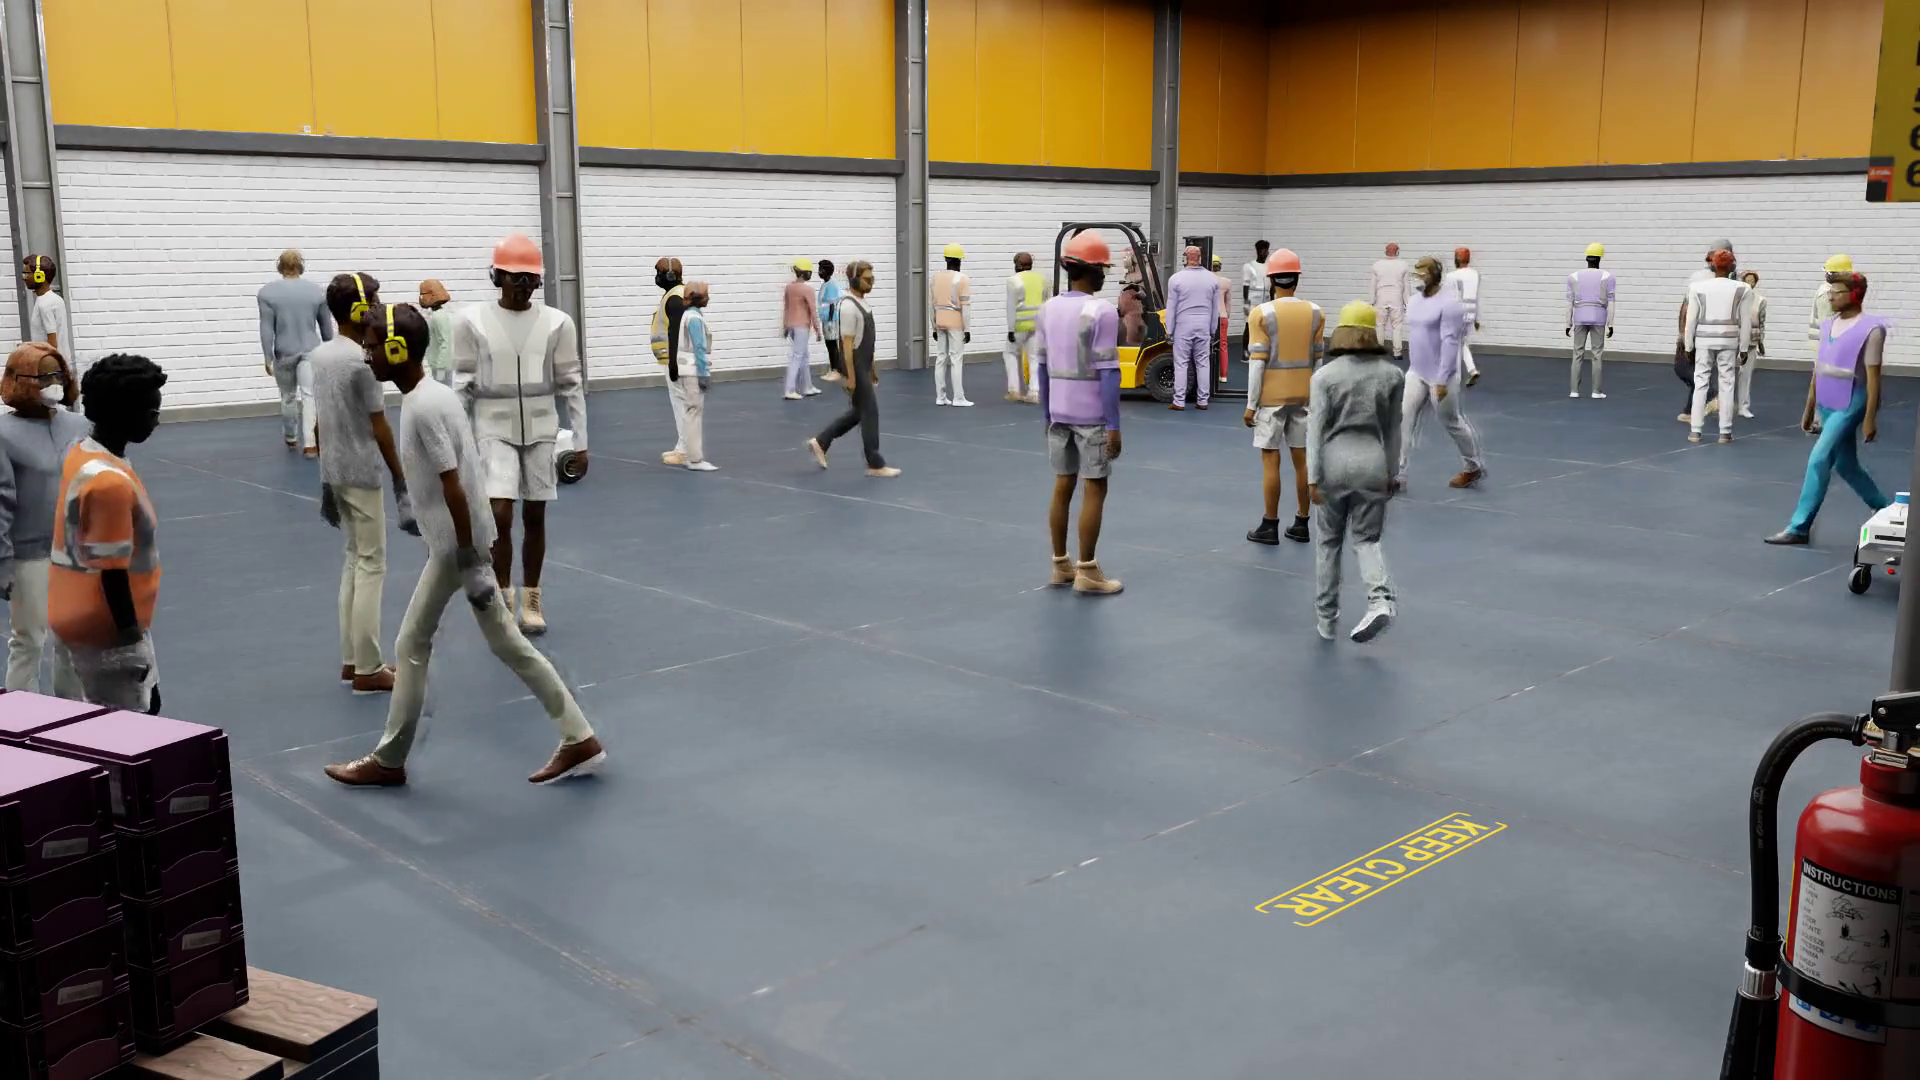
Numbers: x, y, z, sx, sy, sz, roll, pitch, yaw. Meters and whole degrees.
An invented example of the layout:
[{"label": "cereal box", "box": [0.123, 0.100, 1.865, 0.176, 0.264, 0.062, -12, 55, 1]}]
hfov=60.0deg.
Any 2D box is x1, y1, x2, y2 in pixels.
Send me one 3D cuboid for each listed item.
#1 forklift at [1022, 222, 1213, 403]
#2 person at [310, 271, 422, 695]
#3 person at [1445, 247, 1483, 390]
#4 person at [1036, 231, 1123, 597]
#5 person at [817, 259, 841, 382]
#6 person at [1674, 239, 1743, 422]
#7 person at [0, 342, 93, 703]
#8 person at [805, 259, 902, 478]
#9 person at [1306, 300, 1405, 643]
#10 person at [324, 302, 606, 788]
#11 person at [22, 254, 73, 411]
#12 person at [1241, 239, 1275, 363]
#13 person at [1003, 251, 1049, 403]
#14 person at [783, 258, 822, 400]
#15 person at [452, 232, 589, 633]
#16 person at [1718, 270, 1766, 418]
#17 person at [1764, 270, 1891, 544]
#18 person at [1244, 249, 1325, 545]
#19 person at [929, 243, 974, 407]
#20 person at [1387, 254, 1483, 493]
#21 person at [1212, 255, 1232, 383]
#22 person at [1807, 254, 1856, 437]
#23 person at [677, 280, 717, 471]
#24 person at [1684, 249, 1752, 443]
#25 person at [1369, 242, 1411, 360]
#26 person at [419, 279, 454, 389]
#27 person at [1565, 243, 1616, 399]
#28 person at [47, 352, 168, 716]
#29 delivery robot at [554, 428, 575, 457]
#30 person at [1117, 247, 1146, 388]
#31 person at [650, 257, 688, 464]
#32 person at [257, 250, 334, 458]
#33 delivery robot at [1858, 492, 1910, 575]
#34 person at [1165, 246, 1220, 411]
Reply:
[{"label": "forklift", "box": [1.935, -2.847, 20.651, 2.313, 2.155, 1.214, 2, 11, 13]}, {"label": "person", "box": [-2.651, -0.247, 7.375, 0.339, 1.868, 0.565, -10, 14, -44]}, {"label": "person", "box": [6.541, -2.881, 21.711, 0.603, 1.872, 0.451, -5, 12, -26]}, {"label": "person", "box": [0.700, -0.710, 9.408, 0.399, 2.041, 0.642, -8, 13, -39]}, {"label": "person", "box": [-1.822, -3.050, 23.137, 0.321, 1.690, 0.536, -3, 11, -16]}, {"label": "person", "box": [8.025, -2.260, 17.865, 0.729, 2.000, 0.639, -4, 11, -22]}, {"label": "person", "box": [-3.433, 0.069, 6.279, 0.266, 1.631, 0.507, 3, 11, 18]}, {"label": "person", "box": [-0.902, -1.425, 13.903, 0.787, 1.826, 0.519, 1, 10, 6]}, {"label": "person", "box": [1.952, -0.320, 8.186, 0.495, 1.706, 0.654, 0, 10, 2]}, {"label": "person", "box": [-1.806, 0.040, 6.043, 1.010, 1.798, 0.500, -1, 10, -6]}, {"label": "person", "box": [-7.263, -1.329, 13.260, 0.328, 1.872, 0.513, -5, 11, -24]}, {"label": "person", "box": [4.761, -3.796, 26.498, 0.602, 1.958, 0.387, -4, 11, -22]}, {"label": "person", "box": [0.739, -2.576, 20.186, 0.638, 1.820, 0.626, -7, 12, -33]}, {"label": "person", "box": [-1.904, -2.617, 20.614, 0.796, 1.732, 0.543, -10, 14, -42]}, {"label": "person", "box": [-2.177, -0.506, 8.322, 0.648, 2.029, 0.571, -5, 11, -25]}, {"label": "person", "box": [8.662, -2.166, 18.459, 0.537, 1.636, 0.314, 0, 10, -2]}, {"label": "person", "box": [5.813, -0.861, 10.888, 0.935, 1.808, 0.581, 0, 10, -2]}, {"label": "person", "box": [2.107, -0.932, 10.923, 0.548, 1.931, 0.381, -3, 11, -18]}, {"label": "person", "box": [-0.102, -2.538, 19.689, 0.589, 1.928, 0.386, 9, 13, 39]}, {"label": "person", "box": [3.759, -1.301, 13.111, 1.081, 1.884, 0.640, -5, 12, -26]}, {"label": "person", "box": [3.461, -3.010, 22.733, 0.523, 1.759, 0.332, -4, 11, -22]}, {"label": "person", "box": [8.761, -1.950, 16.743, 0.404, 1.830, 0.601, 6, 12, 28]}, {"label": "person", "box": [-2.284, -1.415, 14.364, 0.312, 1.638, 0.519, -3, 11, -14]}, {"label": "person", "box": [7.404, -1.890, 16.274, 0.586, 1.883, 0.342, 5, 11, 24]}, {"label": "person", "box": [7.003, -3.884, 27.089, 0.651, 1.906, 0.402, 4, 11, 19]}, {"label": "person", "box": [-4.667, -1.513, 14.905, 0.280, 1.631, 0.507, -4, 11, -19]}, {"label": "person", "box": [7.806, -2.708, 20.616, 0.585, 1.928, 0.370, 6, 12, 30]}, {"label": "person", "box": [-2.638, 0.262, 5.108, 0.497, 1.669, 0.572, -6, 12, -29]}, {"label": "delivery robot", "box": [-3.500, -0.768, 13.532, 0.707, 0.478, 0.477, -10, 14, -42]}, {"label": "person", "box": [2.162, -2.911, 21.886, 0.900, 1.868, 0.650, 1, 10, 4]}, {"label": "person", "box": [-2.544, -1.595, 14.829, 0.430, 1.835, 0.621, -2, 11, -11]}, {"label": "person", "box": [-6.095, -1.713, 15.322, 0.649, 1.876, 1.057, -5, 11, -25]}, {"label": "delivery robot", "box": [5.380, -0.029, 9.503, 0.477, 0.478, 0.707, 7, 13, 35]}, {"label": "person", "box": [2.669, -2.444, 19.266, 0.650, 1.900, 0.401, -3, 11, -16]}]
